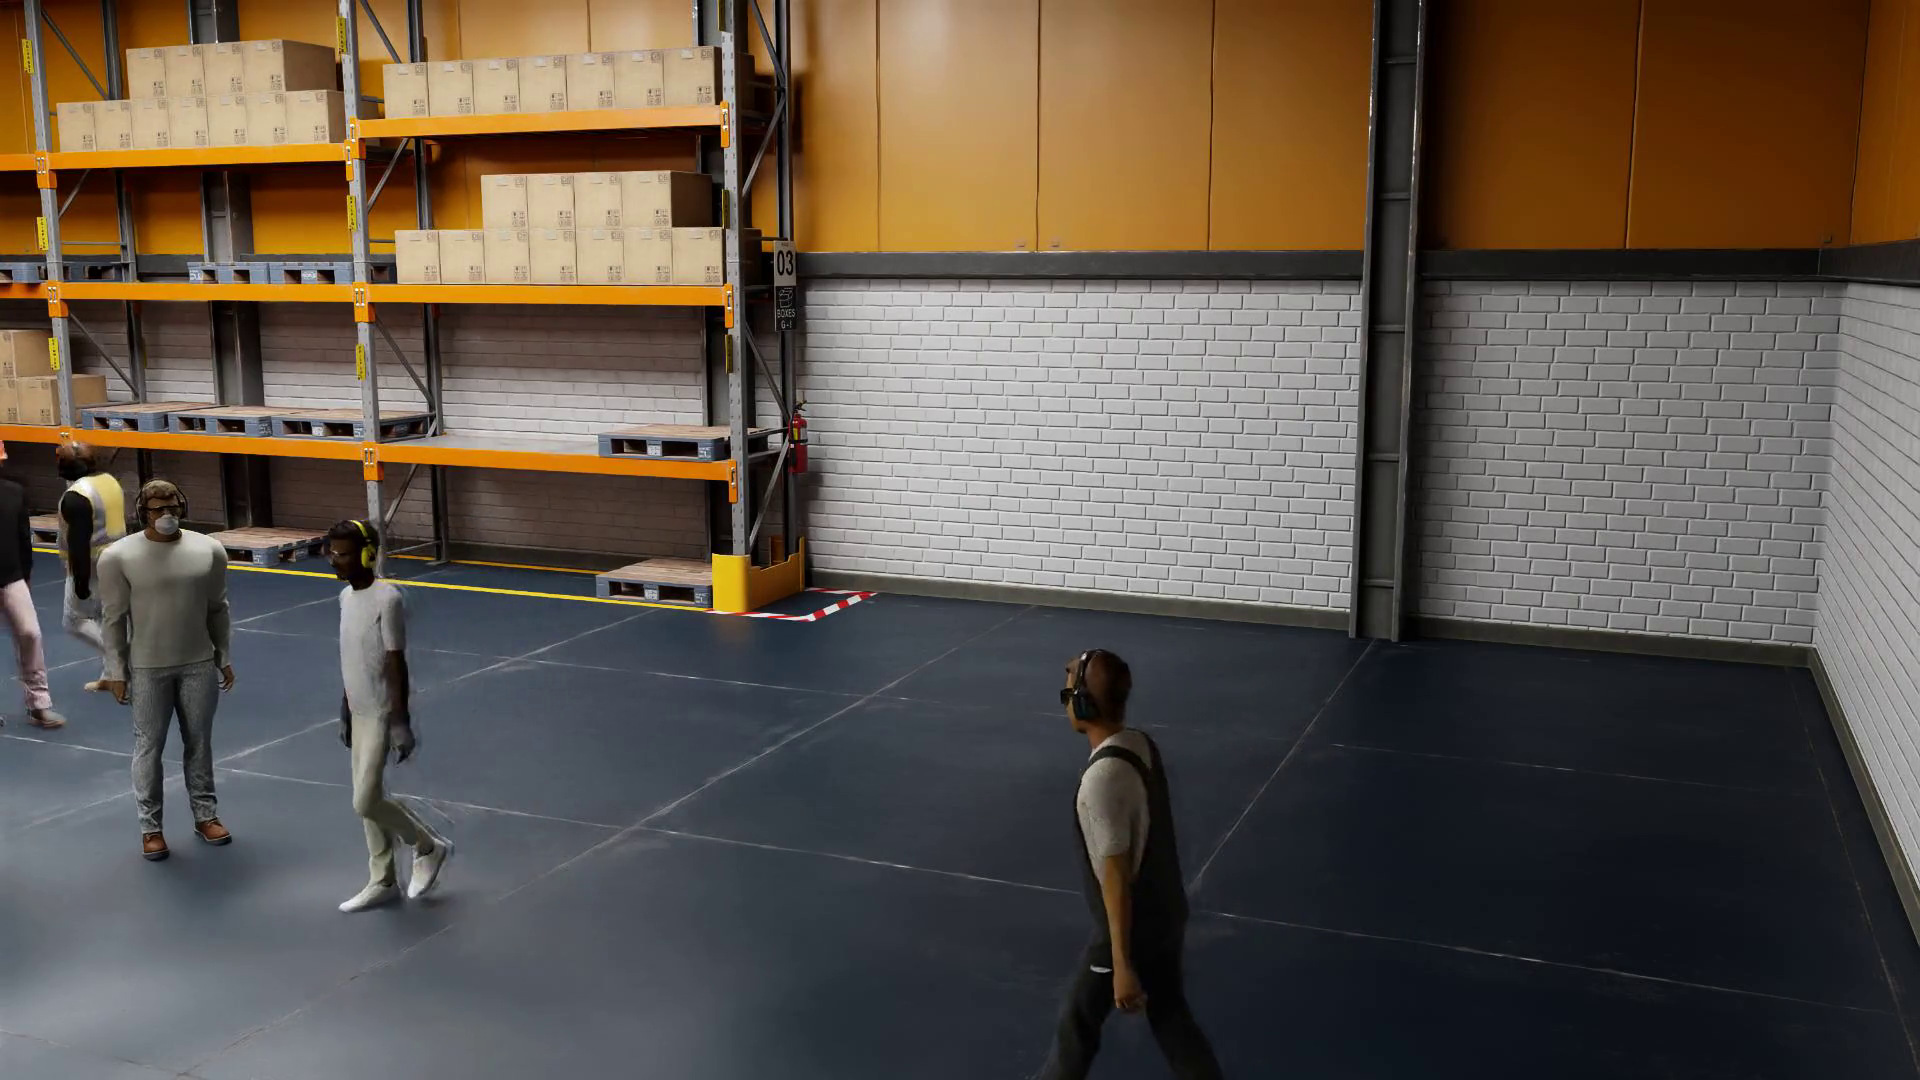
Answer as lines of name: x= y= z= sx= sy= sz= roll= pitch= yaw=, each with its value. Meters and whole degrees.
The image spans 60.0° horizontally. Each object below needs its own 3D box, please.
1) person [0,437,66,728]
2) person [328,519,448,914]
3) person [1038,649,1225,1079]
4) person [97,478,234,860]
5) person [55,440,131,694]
person: x=-6.200 y=0.278 z=10.693 sx=0.850 sy=1.959 sz=0.629 roll=7 pitch=12 yaw=36
person: x=-2.723 y=0.817 z=7.741 sx=0.560 sy=1.856 sz=0.429 roll=9 pitch=13 yaw=44
person: x=0.527 y=1.247 z=5.336 sx=0.991 sy=1.784 sz=0.552 roll=5 pitch=11 yaw=29
person: x=-4.045 y=0.644 z=8.546 sx=0.630 sy=1.940 sz=0.372 roll=-9 pitch=13 yaw=-42
person: x=-5.994 y=0.207 z=11.558 sx=0.473 sy=1.823 sz=0.645 roll=0 pitch=9 yaw=0
